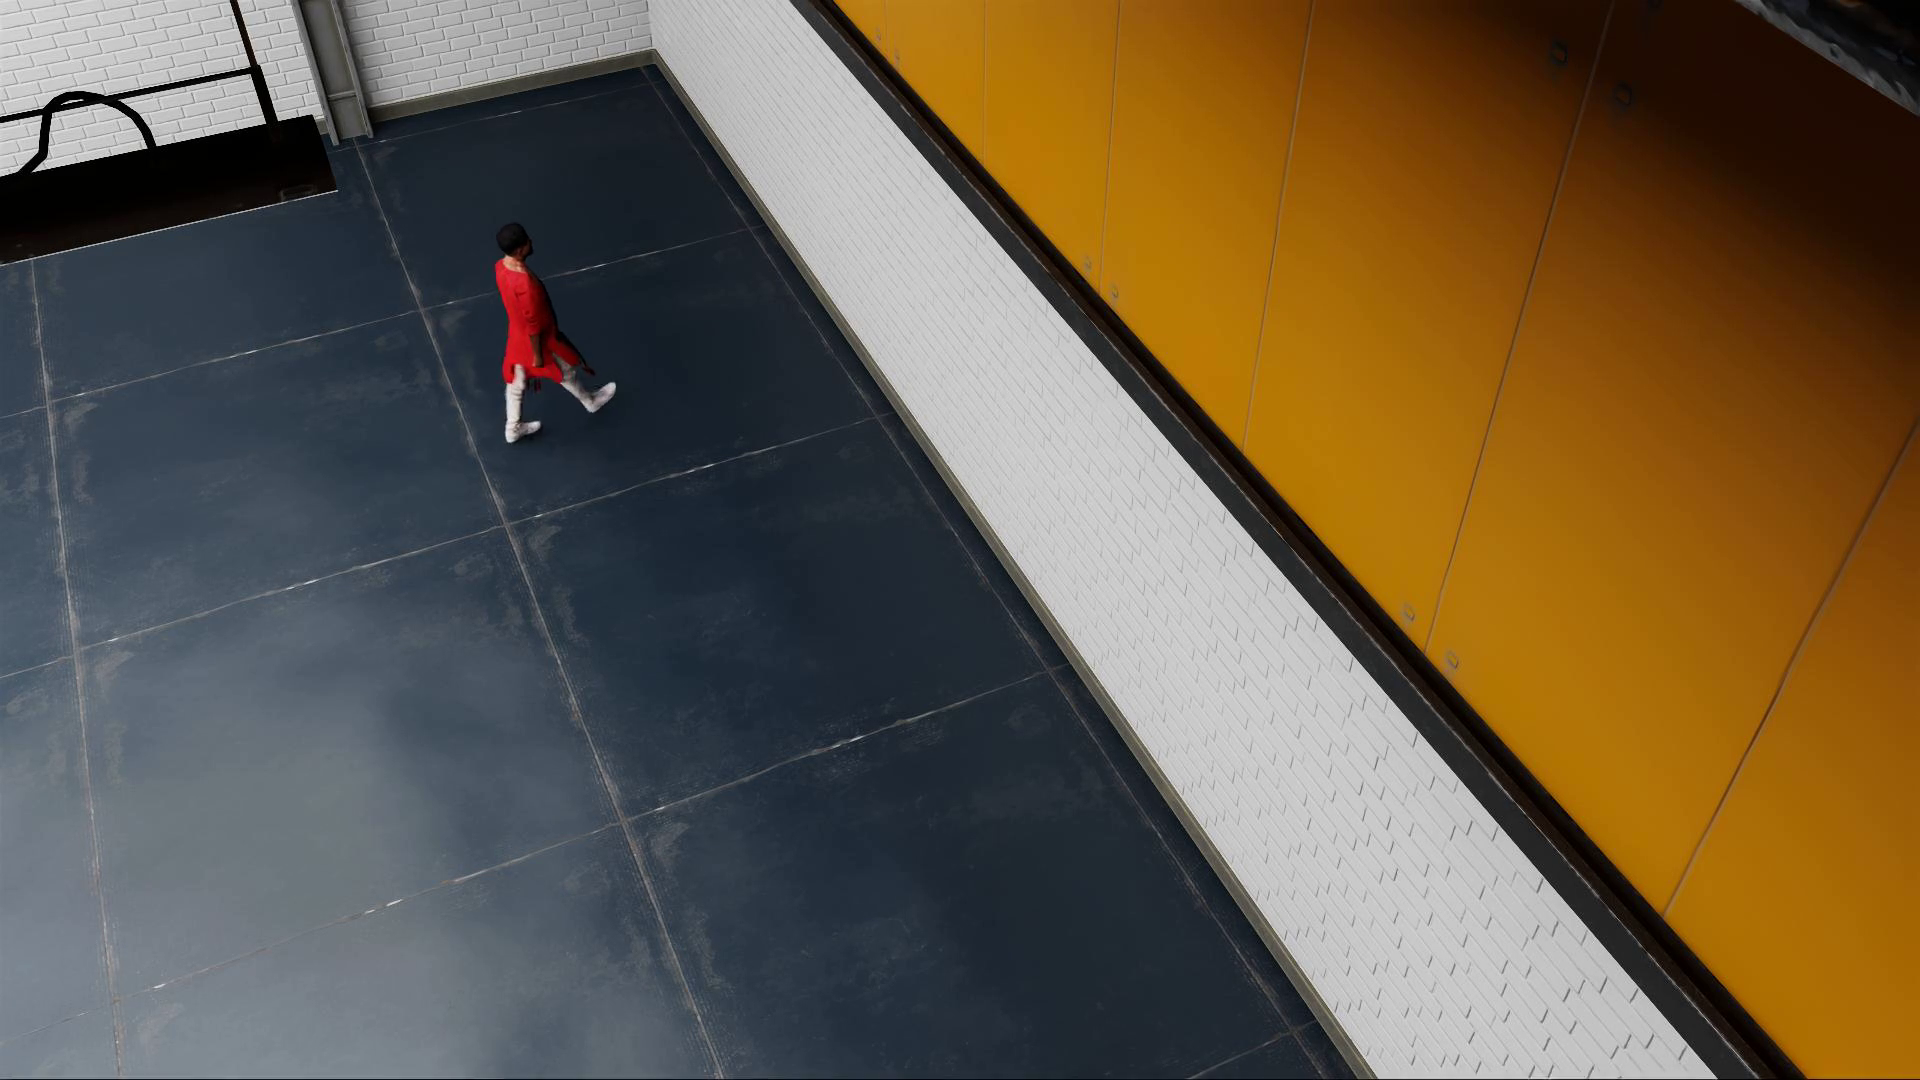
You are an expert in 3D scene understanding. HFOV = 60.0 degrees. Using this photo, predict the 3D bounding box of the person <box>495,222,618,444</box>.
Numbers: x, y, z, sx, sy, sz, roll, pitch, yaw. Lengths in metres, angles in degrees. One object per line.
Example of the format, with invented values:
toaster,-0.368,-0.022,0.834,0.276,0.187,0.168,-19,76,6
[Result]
person,-3.315,-1.489,12.490,1.256,1.835,0.933,-31,52,-29
